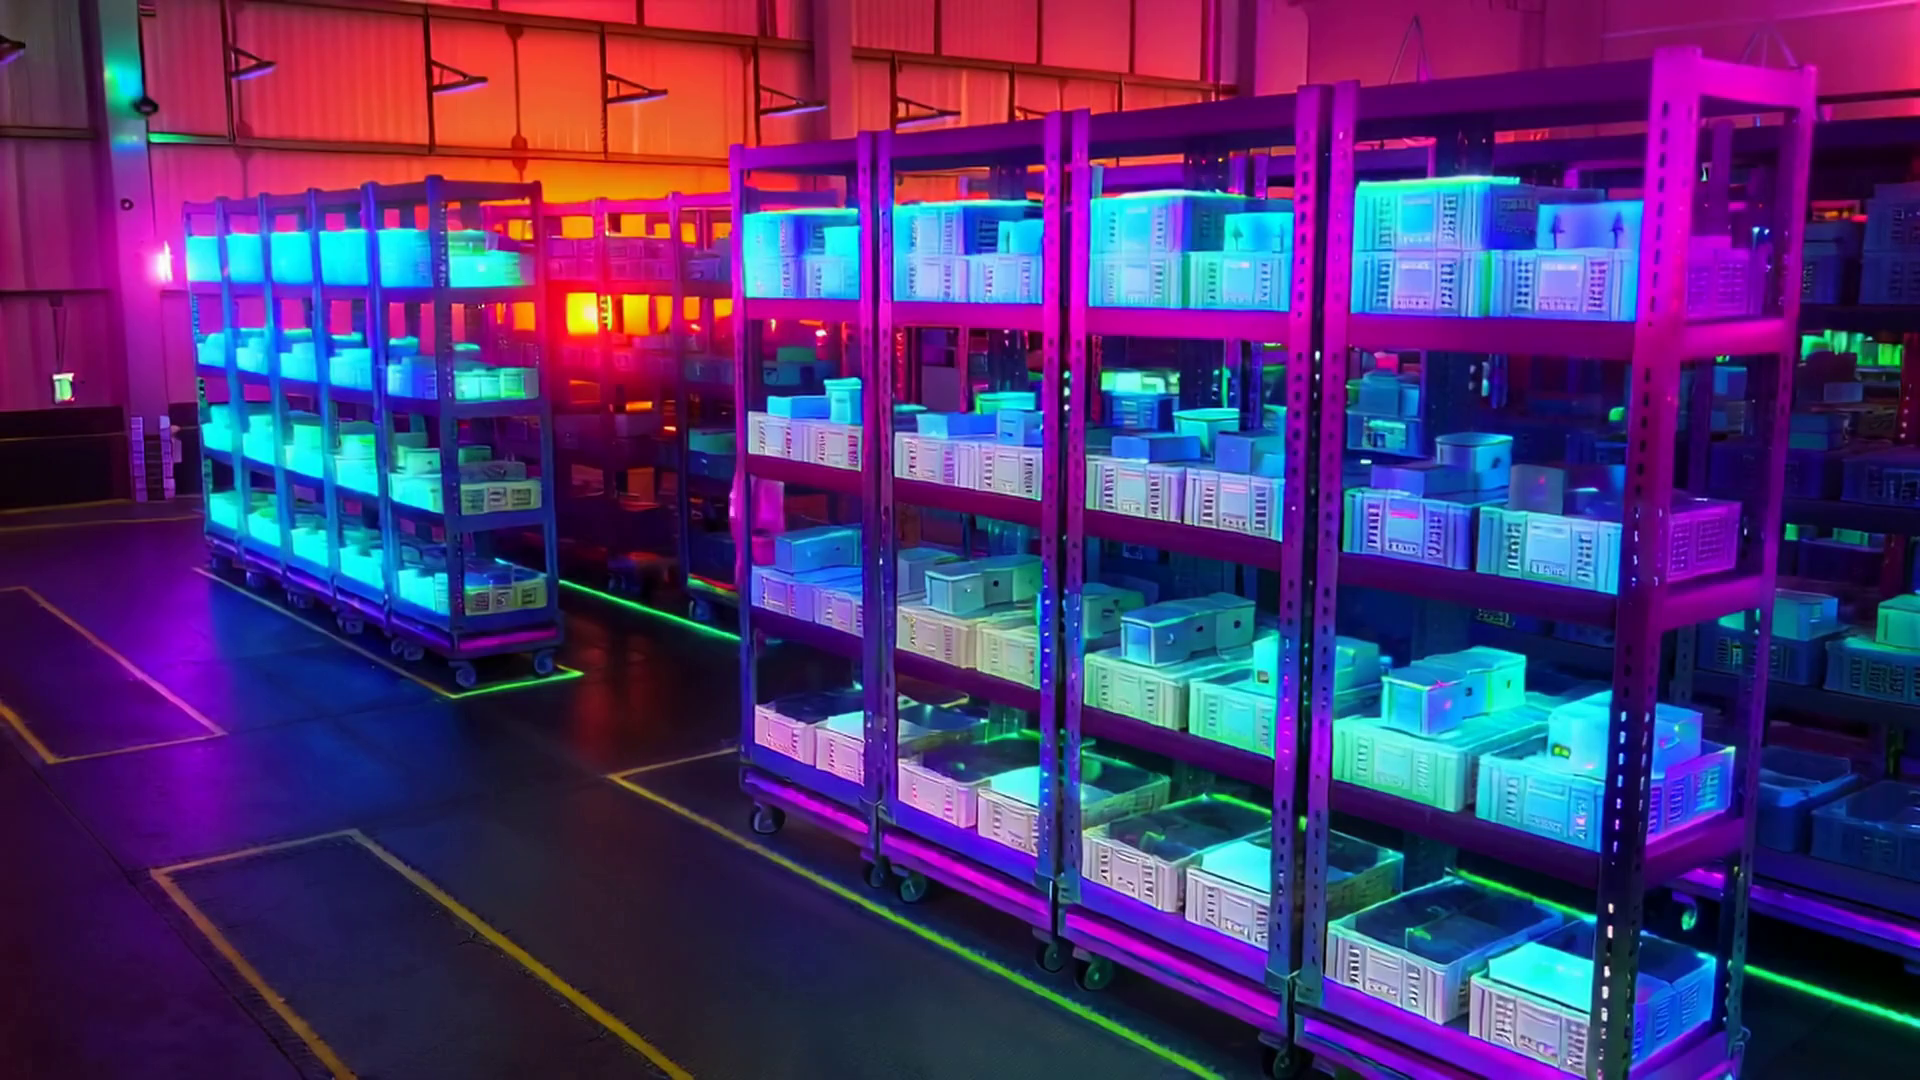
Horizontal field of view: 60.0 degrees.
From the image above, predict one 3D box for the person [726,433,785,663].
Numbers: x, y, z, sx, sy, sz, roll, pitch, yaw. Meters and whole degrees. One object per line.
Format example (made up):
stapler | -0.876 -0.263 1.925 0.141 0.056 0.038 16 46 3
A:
person | -1.514 0.016 12.706 0.585 1.816 0.596 -8 13 -41
